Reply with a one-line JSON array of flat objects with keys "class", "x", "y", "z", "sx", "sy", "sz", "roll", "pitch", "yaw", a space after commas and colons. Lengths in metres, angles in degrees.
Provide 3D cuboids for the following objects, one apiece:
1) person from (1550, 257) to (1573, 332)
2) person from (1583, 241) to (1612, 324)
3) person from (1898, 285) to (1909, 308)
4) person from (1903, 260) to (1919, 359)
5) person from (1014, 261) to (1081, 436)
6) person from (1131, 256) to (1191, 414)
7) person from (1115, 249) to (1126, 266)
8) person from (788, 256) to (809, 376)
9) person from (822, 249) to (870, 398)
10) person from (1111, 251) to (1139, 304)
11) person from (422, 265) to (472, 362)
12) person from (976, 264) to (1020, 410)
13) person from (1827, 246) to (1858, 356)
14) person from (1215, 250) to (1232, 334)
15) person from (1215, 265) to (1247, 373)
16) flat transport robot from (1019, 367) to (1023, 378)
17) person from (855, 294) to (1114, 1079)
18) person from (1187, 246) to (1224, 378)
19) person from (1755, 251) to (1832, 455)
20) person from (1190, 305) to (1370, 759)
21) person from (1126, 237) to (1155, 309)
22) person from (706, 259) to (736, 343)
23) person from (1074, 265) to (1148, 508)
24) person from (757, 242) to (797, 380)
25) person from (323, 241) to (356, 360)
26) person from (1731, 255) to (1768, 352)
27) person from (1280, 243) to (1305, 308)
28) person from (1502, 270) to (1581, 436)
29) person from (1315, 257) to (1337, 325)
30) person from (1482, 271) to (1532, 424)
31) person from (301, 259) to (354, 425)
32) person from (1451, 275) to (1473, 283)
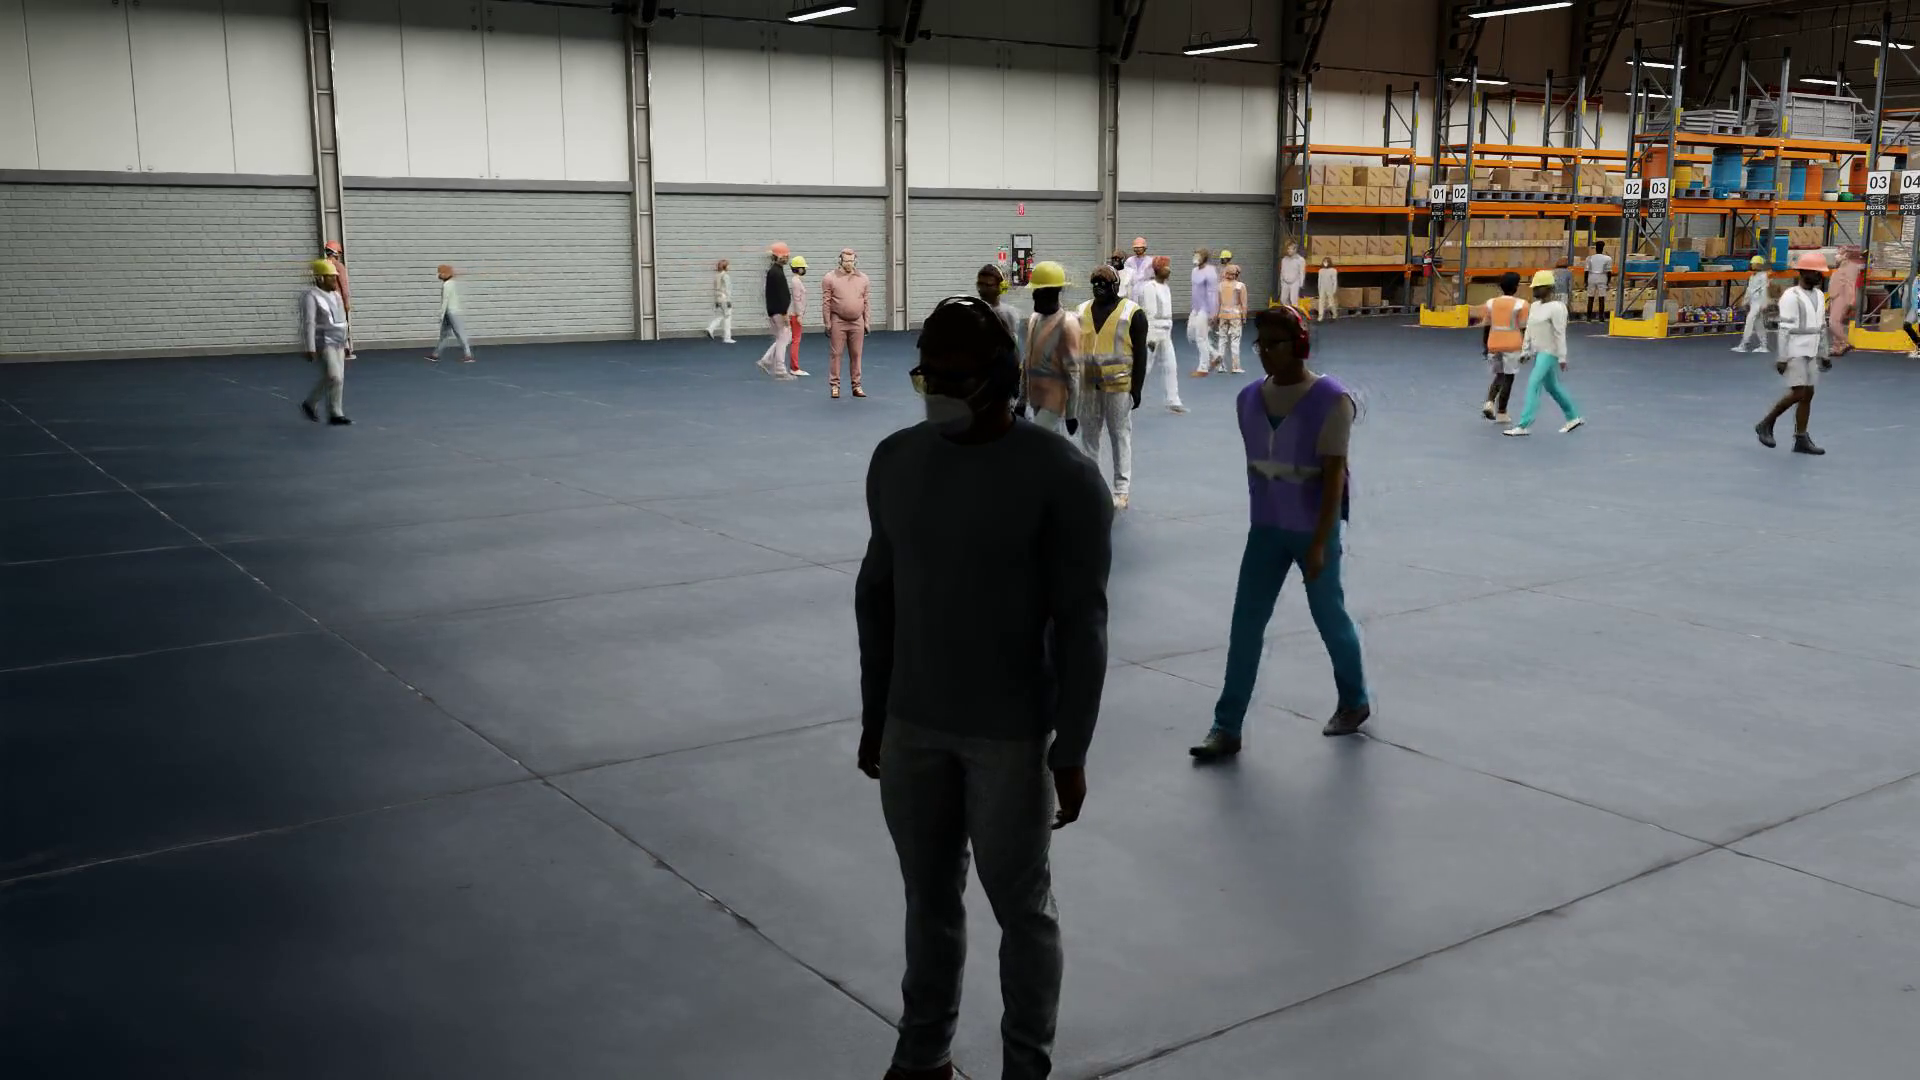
[{"class": "person", "x": 13.004, "y": -5.316, "z": 36.045, "sx": 0.493, "sy": 1.624, "sz": 0.280, "roll": 1, "pitch": 10, "yaw": 5}, {"class": "person", "x": 15.154, "y": -6.123, "z": 39.533, "sx": 0.614, "sy": 1.962, "sz": 0.362, "roll": 5, "pitch": 11, "yaw": 25}, {"class": "person", "x": 19.206, "y": -4.989, "z": 33.434, "sx": 0.625, "sy": 1.931, "sz": 0.375, "roll": 5, "pitch": 11, "yaw": 25}, {"class": "person", "x": 16.218, "y": -3.902, "z": 28.093, "sx": 0.366, "sy": 1.685, "sz": 0.551, "roll": 0, "pitch": 10, "yaw": -1}, {"class": "person", "x": 0.666, "y": -0.972, "z": 11.477, "sx": 0.889, "sy": 1.899, "sz": 0.585, "roll": -4, "pitch": 11, "yaw": -20}, {"class": "person", "x": 2.255, "y": -2.406, "z": 19.509, "sx": 0.935, "sy": 1.854, "sz": 0.581, "roll": 7, "pitch": 12, "yaw": 34}, {"class": "person", "x": 3.226, "y": -4.827, "z": 32.862, "sx": 0.848, "sy": 1.813, "sz": 0.627, "roll": 1, "pitch": 10, "yaw": 5}, {"class": "person", "x": -2.400, "y": -3.322, "z": 24.721, "sx": 0.315, "sy": 1.770, "sz": 0.524, "roll": -1, "pitch": 10, "yaw": -8}, {"class": "person", "x": -1.445, "y": -2.775, "z": 21.350, "sx": 0.641, "sy": 1.905, "sz": 0.410, "roll": -4, "pitch": 11, "yaw": -20}, {"class": "person", "x": 2.449, "y": -3.571, "z": 25.878, "sx": 0.635, "sy": 1.842, "sz": 0.429, "roll": 4, "pitch": 11, "yaw": 21}, {"class": "person", "x": -8.447, "y": -3.703, "z": 27.287, "sx": 0.842, "sy": 1.585, "sz": 0.519, "roll": -2, "pitch": 11, "yaw": -12}, {"class": "person", "x": 0.204, "y": -1.159, "z": 12.630, "sx": 0.555, "sy": 1.851, "sz": 0.403, "roll": 9, "pitch": 13, "yaw": 39}, {"class": "person", "x": 15.099, "y": -4.091, "z": 28.585, "sx": 0.431, "sy": 1.891, "sz": 0.683, "roll": 1, "pitch": 10, "yaw": 6}, {"class": "person", "x": 5.616, "y": -5.229, "z": 35.180, "sx": 0.325, "sy": 1.767, "sz": 0.533, "roll": -4, "pitch": 11, "yaw": -20}, {"class": "person", "x": 4.104, "y": -3.339, "z": 25.169, "sx": 0.523, "sy": 1.636, "sz": 0.309, "roll": 8, "pitch": 13, "yaw": 38}, {"class": "flat transport robot", "x": 1.512, "y": -2.371, "z": 23.613, "sx": 1.431, "sy": 0.197, "sz": 0.652, "roll": 1, "pitch": 10, "yaw": 7}, {"class": "person", "x": 0.028, "y": 0.426, "z": 3.721, "sx": 0.627, "sy": 1.934, "sz": 0.372, "roll": 6, "pitch": 12, "yaw": 32}, {"class": "person", "x": 3.594, "y": -3.321, "z": 24.289, "sx": 0.519, "sy": 1.921, "sz": 0.637, "roll": -3, "pitch": 11, "yaw": -17}, {"class": "person", "x": 8.005, "y": -1.779, "z": 15.829, "sx": 0.570, "sy": 1.928, "sz": 0.519, "roll": -6, "pitch": 12, "yaw": -31}, {"class": "person", "x": 1.351, "y": -0.039, "z": 6.675, "sx": 0.965, "sy": 1.798, "sz": 0.574, "roll": -10, "pitch": 14, "yaw": -43}, {"class": "person", "x": 3.433, "y": -4.759, "z": 31.844, "sx": 0.611, "sy": 2.043, "sz": 0.375, "roll": 5, "pitch": 11, "yaw": 25}, {"class": "person", "x": -4.622, "y": -4.623, "z": 32.245, "sx": 0.480, "sy": 1.627, "sz": 0.518, "roll": -6, "pitch": 12, "yaw": -30}, {"class": "person", "x": 1.101, "y": -1.164, "z": 12.687, "sx": 0.636, "sy": 1.842, "sz": 0.429, "roll": 6, "pitch": 12, "yaw": 30}, {"class": "person", "x": -2.600, "y": -3.273, "z": 23.862, "sx": 0.471, "sy": 1.977, "sz": 0.627, "roll": -2, "pitch": 11, "yaw": -11}, {"class": "person", "x": -10.502, "y": -4.022, "z": 27.956, "sx": 0.610, "sy": 1.986, "sz": 0.392, "roll": 4, "pitch": 11, "yaw": 23}, {"class": "person", "x": 14.083, "y": -4.191, "z": 29.605, "sx": 0.811, "sy": 1.713, "sz": 0.484, "roll": 1, "pitch": 10, "yaw": 3}, {"class": "person", "x": 7.813, "y": -6.022, "z": 39.160, "sx": 0.640, "sy": 1.898, "sz": 0.463, "roll": 9, "pitch": 14, "yaw": 41}, {"class": "person", "x": 6.133, "y": -1.947, "z": 17.326, "sx": 0.935, "sy": 1.713, "sz": 0.507, "roll": -1, "pitch": 10, "yaw": -8}, {"class": "person", "x": 8.688, "y": -5.880, "z": 39.226, "sx": 0.512, "sy": 1.606, "sz": 0.800, "roll": 9, "pitch": 13, "yaw": 39}, {"class": "person", "x": 6.020, "y": -2.108, "z": 18.283, "sx": 0.372, "sy": 1.679, "sz": 0.543, "roll": -9, "pitch": 13, "yaw": -39}, {"class": "person", "x": -6.890, "y": -2.143, "z": 18.118, "sx": 0.455, "sy": 1.817, "sz": 0.597, "roll": 1, "pitch": 10, "yaw": 8}, {"class": "person", "x": 12.267, "y": -6.281, "z": 40.655, "sx": 0.464, "sy": 1.867, "sz": 0.604, "roll": -7, "pitch": 12, "yaw": -32}]
